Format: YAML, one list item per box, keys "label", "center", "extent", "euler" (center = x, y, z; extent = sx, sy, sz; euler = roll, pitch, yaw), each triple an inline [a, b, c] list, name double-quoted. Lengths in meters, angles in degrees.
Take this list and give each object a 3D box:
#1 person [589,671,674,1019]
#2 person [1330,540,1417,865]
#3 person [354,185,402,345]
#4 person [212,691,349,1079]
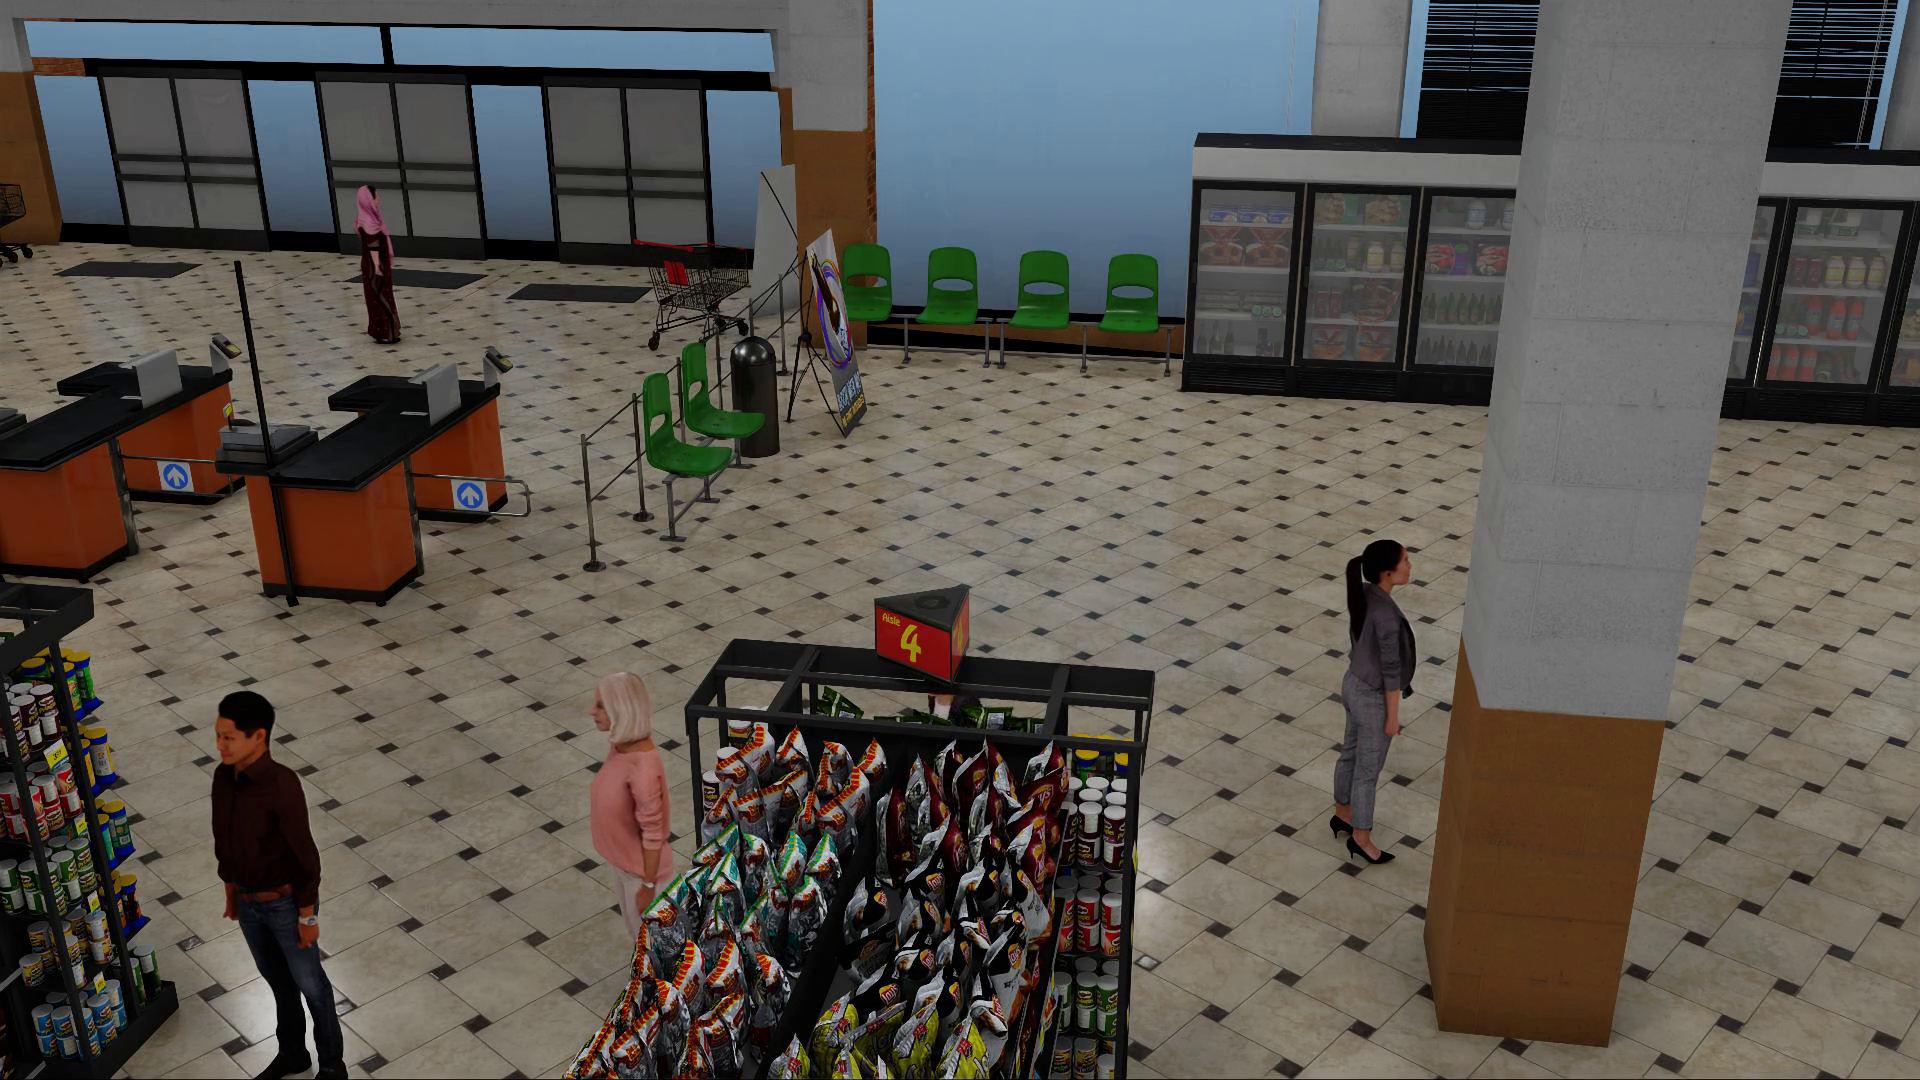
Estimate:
- label: "person"
  center: [-1.303, 1.306, 6.777]
  extent: [0.740, 1.724, 0.647]
  euler: [-10, 24, -24]
- label: "person"
  center: [2.008, 0.780, 8.149]
  extent: [0.752, 1.679, 0.635]
  euler: [-3, 22, -8]
- label: "person"
  center: [-6.070, -2.868, 17.280]
  extent: [0.811, 1.639, 0.684]
  euler: [-6, 23, -14]
- label: "person"
  center: [-2.665, 1.390, 6.492]
  extent: [0.701, 1.782, 0.631]
  euler: [11, 24, 25]
